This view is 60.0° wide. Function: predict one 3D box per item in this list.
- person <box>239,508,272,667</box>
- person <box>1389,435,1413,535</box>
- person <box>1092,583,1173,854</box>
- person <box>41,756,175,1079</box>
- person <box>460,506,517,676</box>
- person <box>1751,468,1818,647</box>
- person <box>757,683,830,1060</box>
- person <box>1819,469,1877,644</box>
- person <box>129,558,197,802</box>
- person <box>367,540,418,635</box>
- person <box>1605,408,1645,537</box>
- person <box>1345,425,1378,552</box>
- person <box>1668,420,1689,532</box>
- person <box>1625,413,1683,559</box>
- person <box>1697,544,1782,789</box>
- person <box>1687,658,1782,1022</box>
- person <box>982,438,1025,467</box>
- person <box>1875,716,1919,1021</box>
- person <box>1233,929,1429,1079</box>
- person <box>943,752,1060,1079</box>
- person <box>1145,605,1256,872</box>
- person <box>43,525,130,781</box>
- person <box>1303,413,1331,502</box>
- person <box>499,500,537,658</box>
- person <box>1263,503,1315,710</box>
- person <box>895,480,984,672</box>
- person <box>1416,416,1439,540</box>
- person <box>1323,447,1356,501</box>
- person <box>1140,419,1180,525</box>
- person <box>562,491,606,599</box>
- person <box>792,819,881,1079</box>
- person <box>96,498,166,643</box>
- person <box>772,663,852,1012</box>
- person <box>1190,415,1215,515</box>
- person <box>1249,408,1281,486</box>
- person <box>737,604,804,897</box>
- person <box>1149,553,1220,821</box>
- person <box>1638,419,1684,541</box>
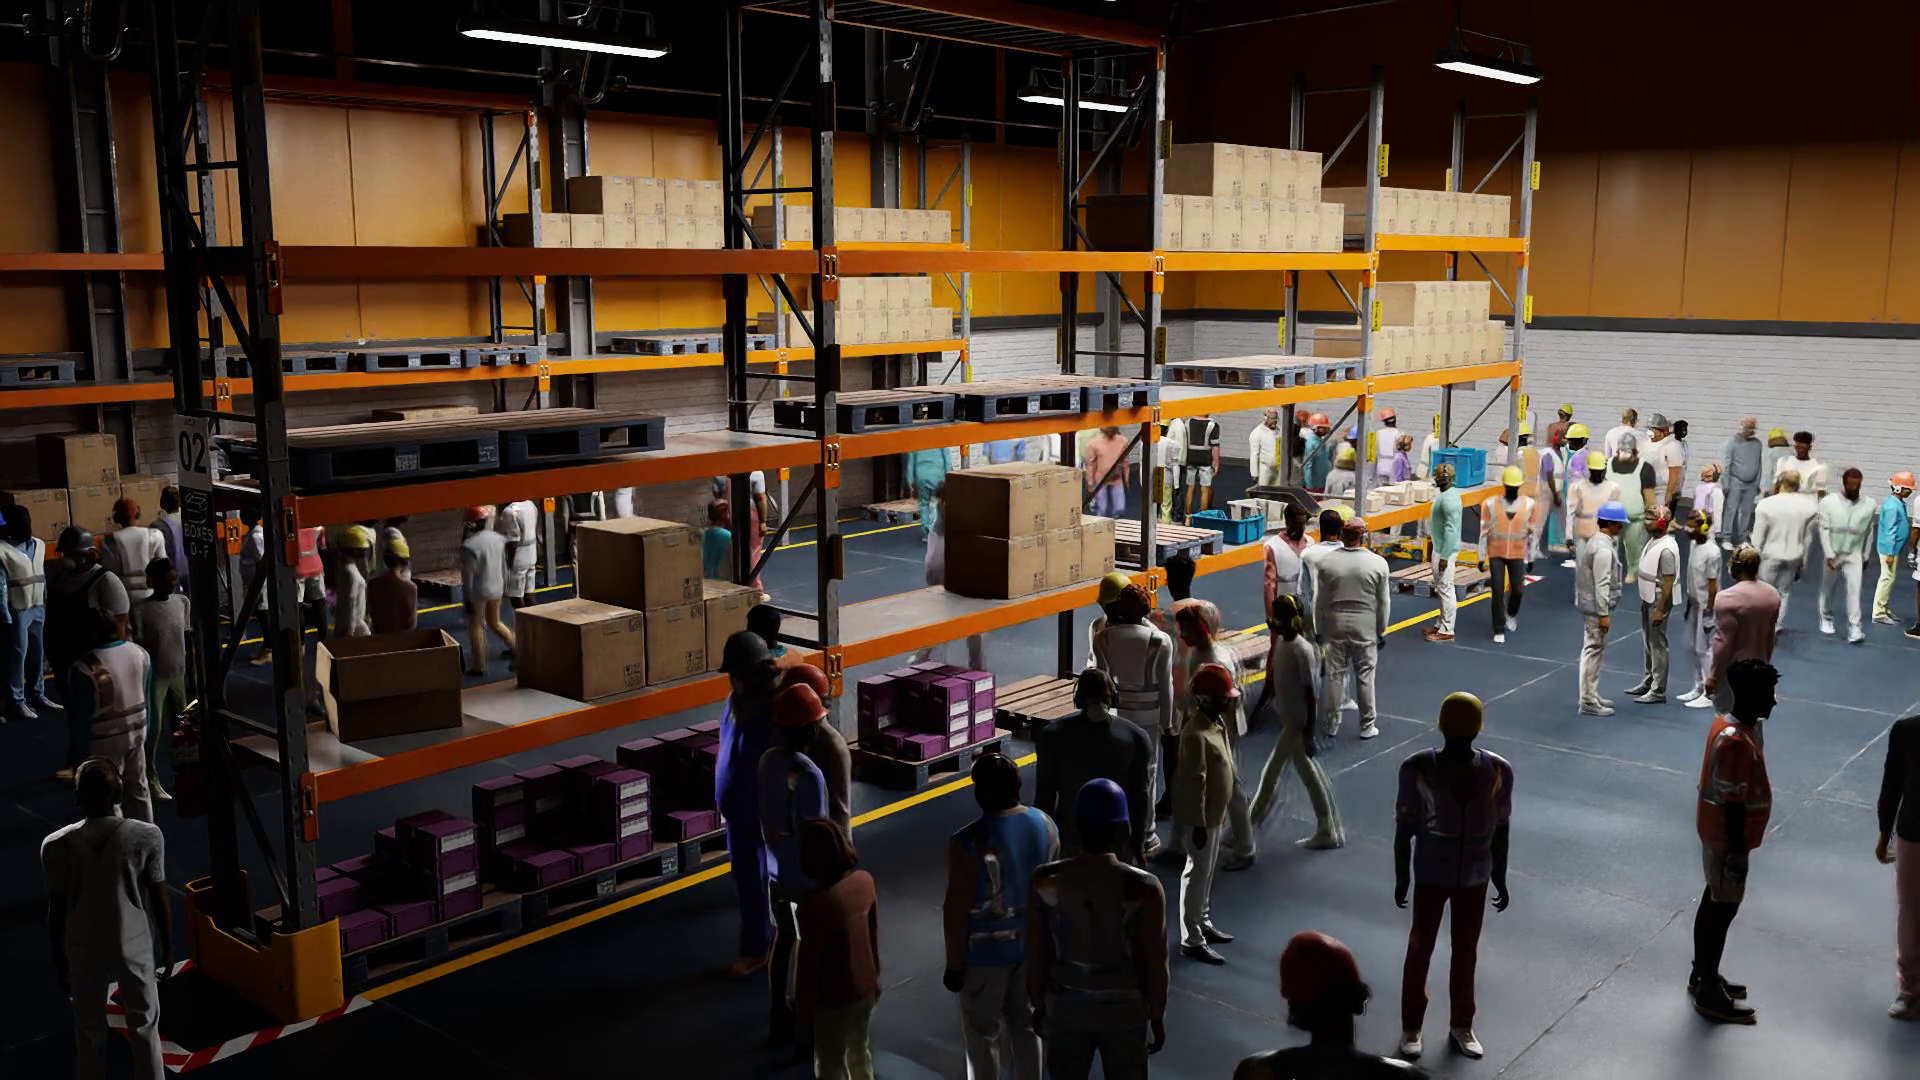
[{"bbox_3d":[-7.099,0.423,16.785,0.316,1.695,0.542,-4,10,-23],"label":"person"},{"bbox_3d":[6.238,-0.680,23.576,0.313,1.629,0.525,3,10,18],"label":"person"},{"bbox_3d":[1.184,1.226,11.457,0.575,1.880,0.358,4,10,21],"label":"person"},{"bbox_3d":[-3.880,1.891,7.618,0.506,1.838,0.344,-3,10,-20],"label":"person"},{"bbox_3d":[-4.599,0.491,16.280,0.594,1.729,0.597,5,11,27],"label":"person"},{"bbox_3d":[8.643,0.199,17.478,0.642,1.915,0.501,1,10,4],"label":"person"},{"bbox_3d":[-0.811,1.684,8.523,0.347,1.942,0.549,-7,12,-36],"label":"person"},{"bbox_3d":[9.517,0.156,17.886,0.573,1.858,0.982,3,10,15],"label":"person"},{"bbox_3d":[-6.014,1.044,12.609,0.330,1.861,0.506,5,11,28],"label":"person"},{"bbox_3d":[-4.836,0.859,14.167,0.535,1.703,0.950,2,10,13],"label":"person"},{"bbox_3d":[9.725,-0.957,24.325,0.371,1.933,0.627,-6,11,-33],"label":"person"},{"bbox_3d":[5.180,-0.532,21.769,0.428,1.937,0.619,-4,10,-25],"label":"person"},{"bbox_3d":[10.815,-0.977,25.161,0.536,1.691,0.319,-9,13,-42],"label":"person"},{"bbox_3d":[9.332,-0.699,22.459,0.539,2.000,0.689,-4,10,-22],"label":"person"},{"bbox_3d":[5.925,0.994,12.654,0.638,1.938,0.356,-5,11,-27],"label":"person"},{"bbox_3d":[4.183,1.591,9.005,0.365,1.964,0.610,3,10,20],"label":"person"},{"bbox_3d":[0.640,-0.927,23.982,0.629,1.983,1.031,2,10,9],"label":"person"},{"bbox_3d":[5.309,1.590,8.978,0.638,1.977,0.632,-9,13,-43],"label":"person"},{"bbox_3d":[1.132,2.219,5.141,0.616,2.008,0.557,4,10,21],"label":"person"},{"bbox_3d":[0.170,1.881,7.693,0.619,1.836,0.430,-8,13,-41],"label":"person"},{"bbox_3d":[1.603,1.325,11.088,0.866,1.791,0.699,-2,10,-14],"label":"person"},{"bbox_3d":[-6.842,0.893,12.951,0.684,2.000,0.538,3,10,17],"label":"person"},{"bbox_3d":[4.940,-0.775,23.093,0.396,1.989,0.619,6,11,31],"label":"person"},{"bbox_3d":[-4.553,0.233,17.119,0.361,1.962,0.617,1,10,8],"label":"person"},{"bbox_3d":[2.982,0.598,15.119,0.597,1.909,0.405,-6,11,-33],"label":"person"},{"bbox_3d":[-0.154,0.392,15.944,1.013,2.000,0.691,-9,13,-43],"label":"person"},{"bbox_3d":[6.771,-0.856,23.832,0.427,1.906,0.613,2,10,14],"label":"person"},{"bbox_3d":[4.815,-0.330,21.249,0.521,1.712,0.541,9,13,43],"label":"person"},{"bbox_3d":[2.835,-0.825,23.580,0.589,1.919,0.395,5,11,27],"label":"person"},{"bbox_3d":[-4.509,-0.083,19.973,0.512,1.642,0.312,-1,10,-8],"label":"person"},{"bbox_3d":[-0.544,2.038,7.403,0.343,1.614,0.520,6,11,32],"label":"person"},{"bbox_3d":[-7.789,0.520,15.662,0.615,1.873,0.547,-6,11,-34],"label":"person"},{"bbox_3d":[-0.784,1.618,8.807,0.410,1.984,0.617,-5,11,-29],"label":"person"},{"bbox_3d":[3.857,-1.302,26.401,0.388,1.929,0.543,-3,10,-15],"label":"person"},{"bbox_3d":[4.634,-1.036,24.923,0.654,1.894,0.401,-6,11,-30],"label":"person"},{"bbox_3d":[-1.197,1.349,10.599,0.391,1.919,0.593,4,10,23],"label":"person"},{"bbox_3d":[1.607,1.066,12.142,0.606,1.967,0.367,-6,11,-32],"label":"person"},{"bbox_3d":[9.916,-0.788,23.605,0.992,1.845,0.658,-6,11,-30],"label":"person"}]
